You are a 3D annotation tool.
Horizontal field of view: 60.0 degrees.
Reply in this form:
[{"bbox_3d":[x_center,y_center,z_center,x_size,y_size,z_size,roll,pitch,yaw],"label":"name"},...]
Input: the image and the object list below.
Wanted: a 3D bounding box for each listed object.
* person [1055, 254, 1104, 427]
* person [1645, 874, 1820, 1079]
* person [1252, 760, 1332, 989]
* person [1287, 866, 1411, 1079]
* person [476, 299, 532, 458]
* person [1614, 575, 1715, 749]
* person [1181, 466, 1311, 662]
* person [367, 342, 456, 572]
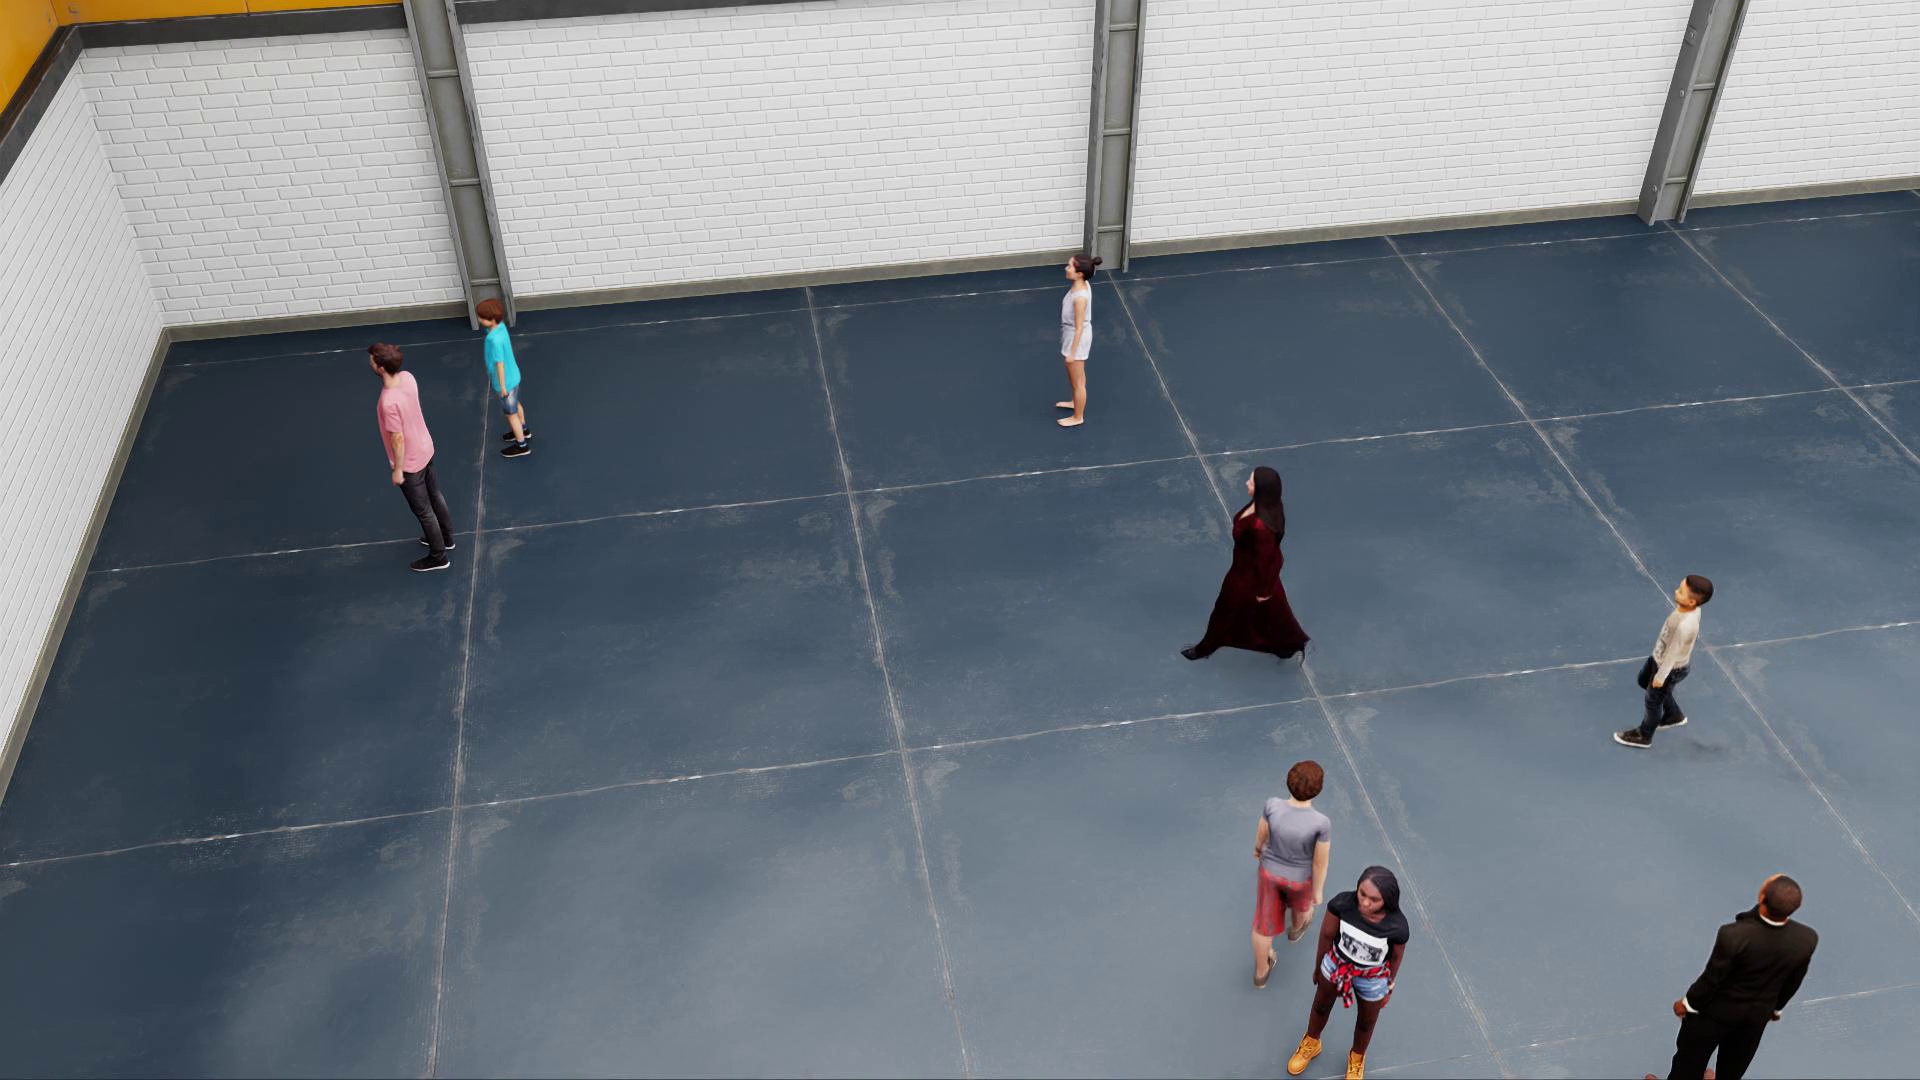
[{"bbox_3d":[0.994,-1.711,14.112,0.614,1.601,0.614,2,39,2],"label":"person"},{"bbox_3d":[4.049,2.420,8.697,0.614,1.904,0.802,0,39,0],"label":"person"},{"bbox_3d":[1.833,1.966,9.485,0.968,1.629,0.980,17,42,20],"label":"person"},{"bbox_3d":[2.123,2.340,8.938,0.711,1.727,0.786,18,42,21],"label":"person"},{"bbox_3d":[-3.768,-1.373,13.813,0.472,1.446,0.524,-5,39,-7],"label":"person"},{"bbox_3d":[4.777,0.831,11.048,0.778,1.454,0.696,10,40,13],"label":"person"},{"bbox_3d":[2.155,0.239,11.585,1.226,1.708,0.951,7,39,9],"label":"person"},{"bbox_3d":[-4.106,-0.633,12.475,0.617,1.959,0.674,1,39,2],"label":"person"}]
